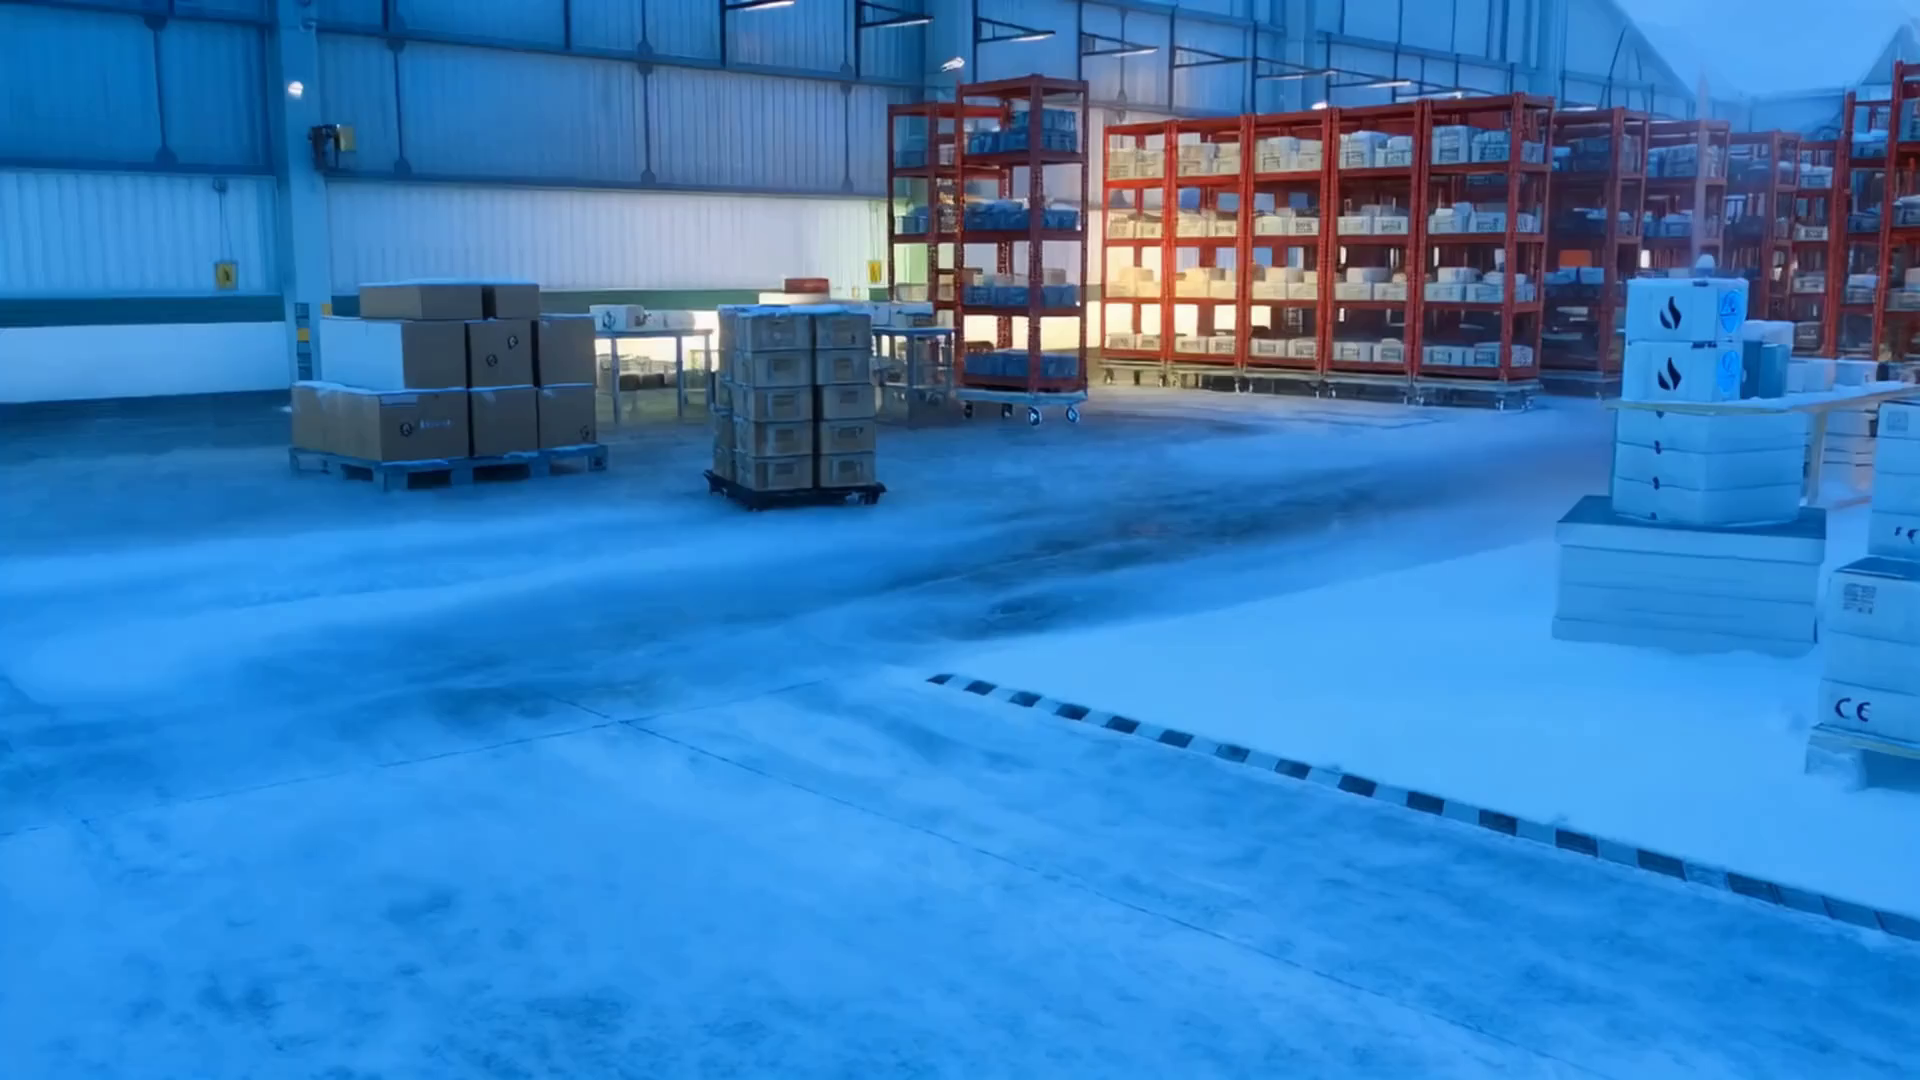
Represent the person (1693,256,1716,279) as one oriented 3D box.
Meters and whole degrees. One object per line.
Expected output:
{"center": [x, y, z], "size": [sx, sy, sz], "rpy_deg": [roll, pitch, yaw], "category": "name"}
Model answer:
{"center": [8.672, -2.434, 19.534], "size": [0.604, 1.781, 0.928], "rpy_deg": [7, 12, 35], "category": "person"}
